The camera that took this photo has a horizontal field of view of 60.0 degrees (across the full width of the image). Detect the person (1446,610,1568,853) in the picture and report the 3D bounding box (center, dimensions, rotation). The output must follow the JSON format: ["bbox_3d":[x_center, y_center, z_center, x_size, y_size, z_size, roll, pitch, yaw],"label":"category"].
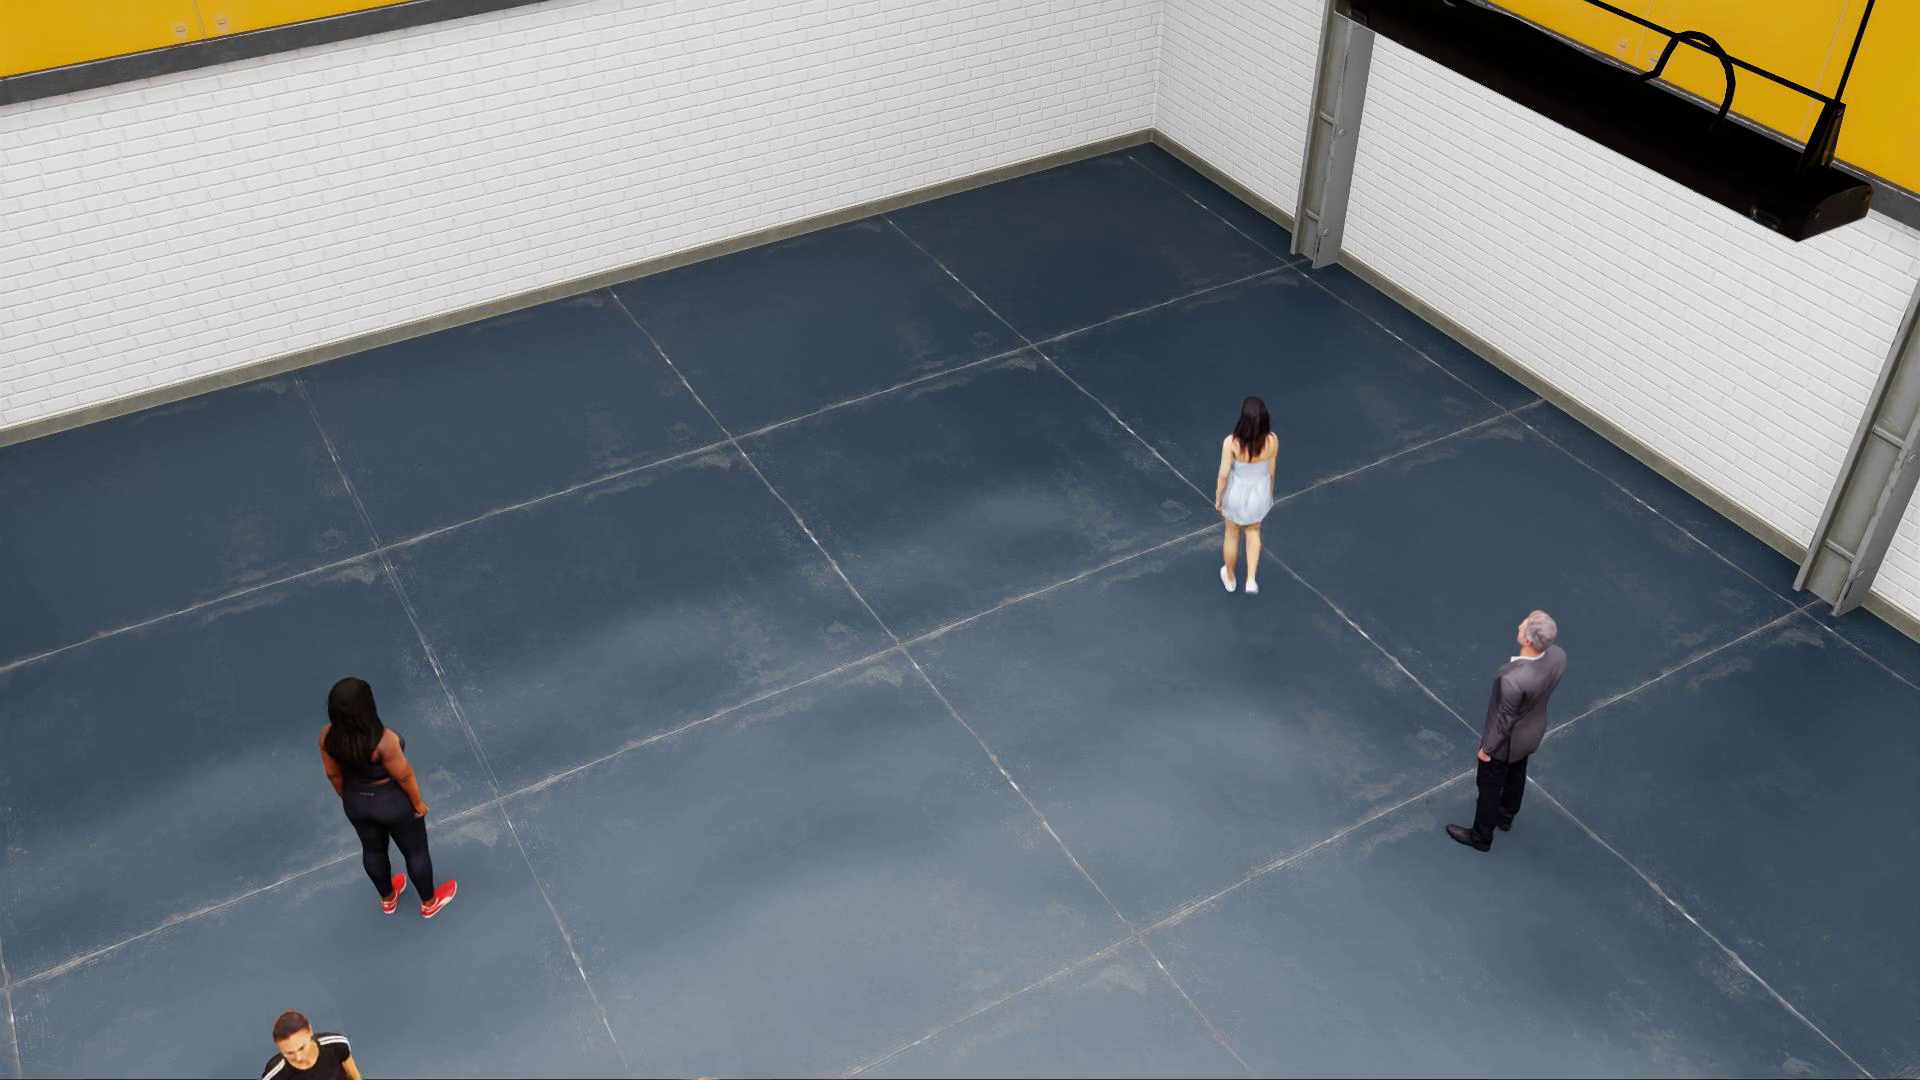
[{"bbox_3d":[3.355,1.153,10.119,0.749,1.840,0.658,-28,46,-30],"label":"person"}]

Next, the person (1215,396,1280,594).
[{"bbox_3d":[2.074,-0.254,11.981,0.785,1.715,0.891,-3,39,-4],"label":"person"}]

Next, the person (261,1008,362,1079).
[{"bbox_3d":[-3.167,2.777,8.250,0.577,1.635,1.009,-21,43,-24],"label":"person"}]

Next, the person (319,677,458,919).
[{"bbox_3d":[-3.378,1.513,9.689,0.786,1.815,0.828,6,39,8],"label":"person"}]
